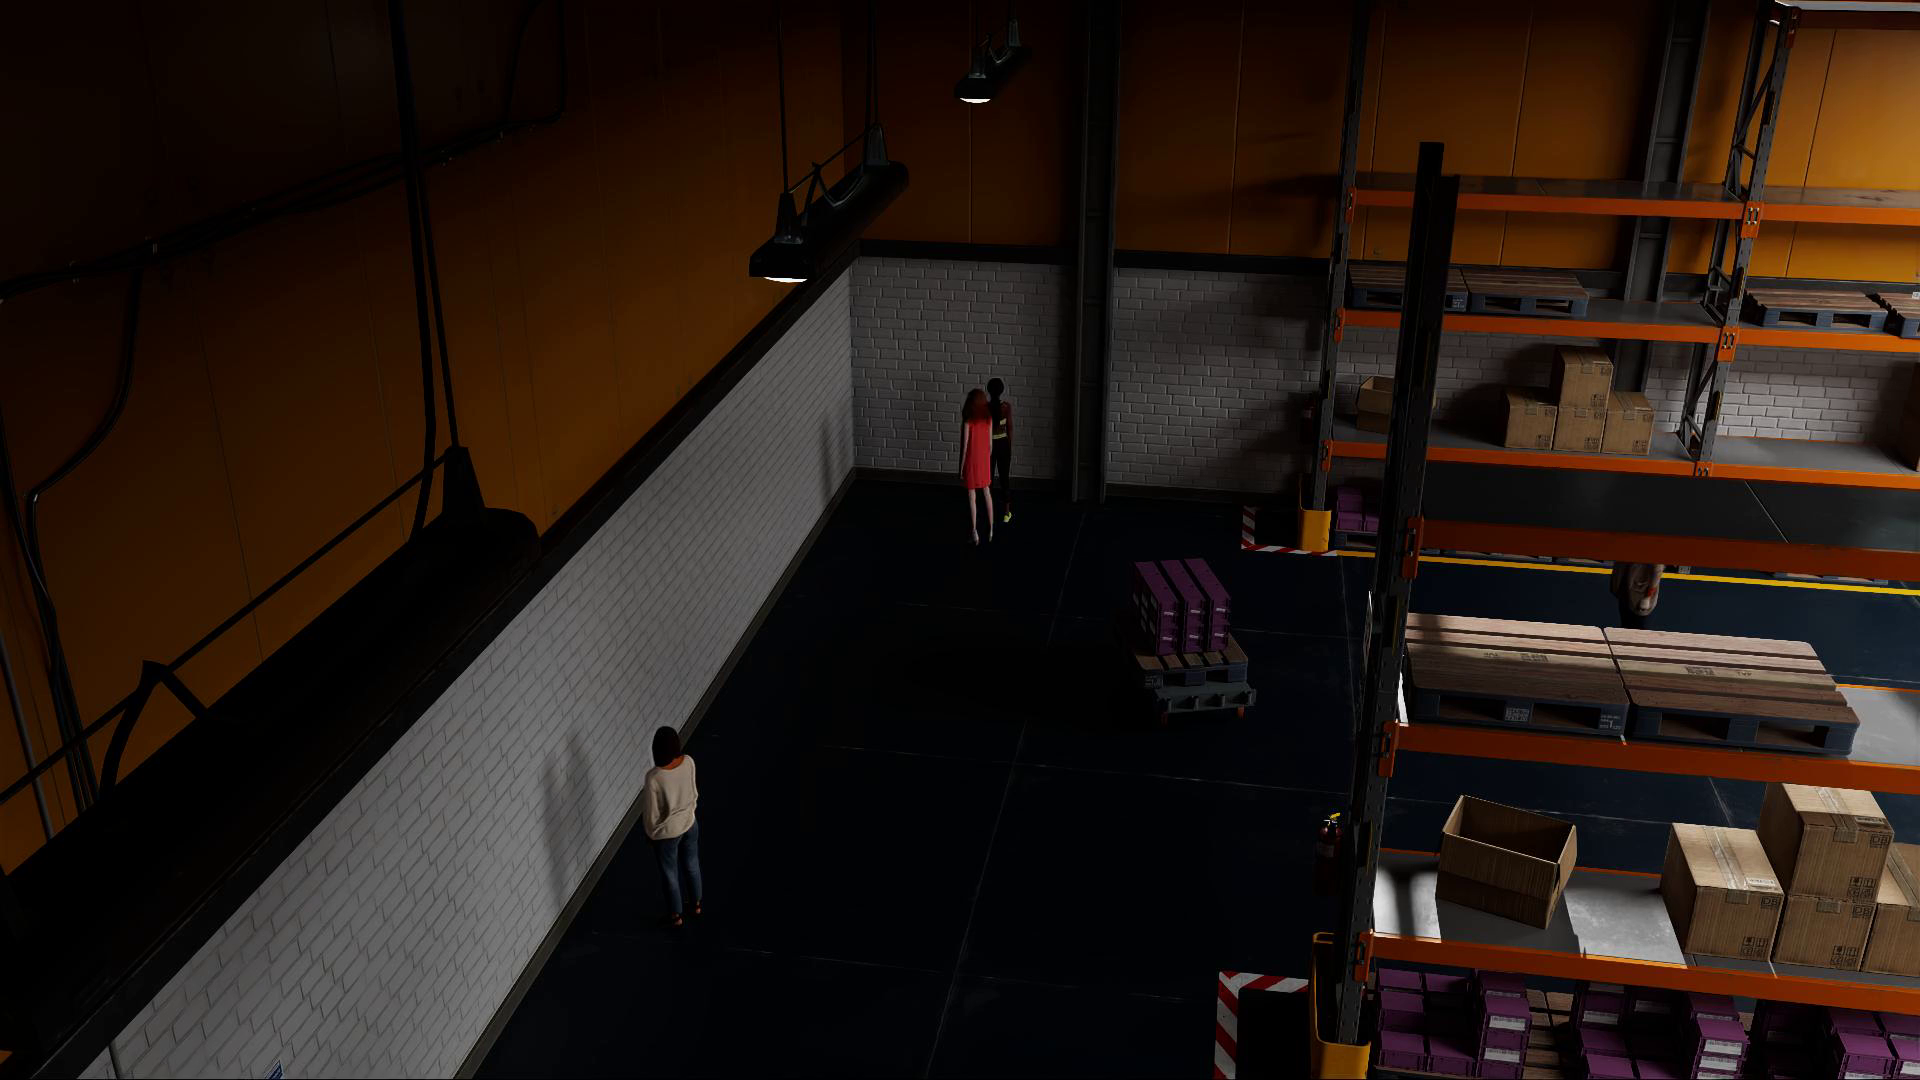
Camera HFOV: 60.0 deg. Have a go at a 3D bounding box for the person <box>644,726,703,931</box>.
[{"bbox_3d":[-2.107,2.115,12.267,0.715,1.683,0.698,20,31,39],"label":"person"}]

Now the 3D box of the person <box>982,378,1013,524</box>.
[{"bbox_3d":[0.417,-1.043,19.402,0.519,1.754,0.671,-2,24,-4],"label":"person"}]

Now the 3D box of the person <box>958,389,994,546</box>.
[{"bbox_3d":[0.191,-0.827,18.817,0.688,1.826,0.741,-20,30,-37],"label":"person"}]
